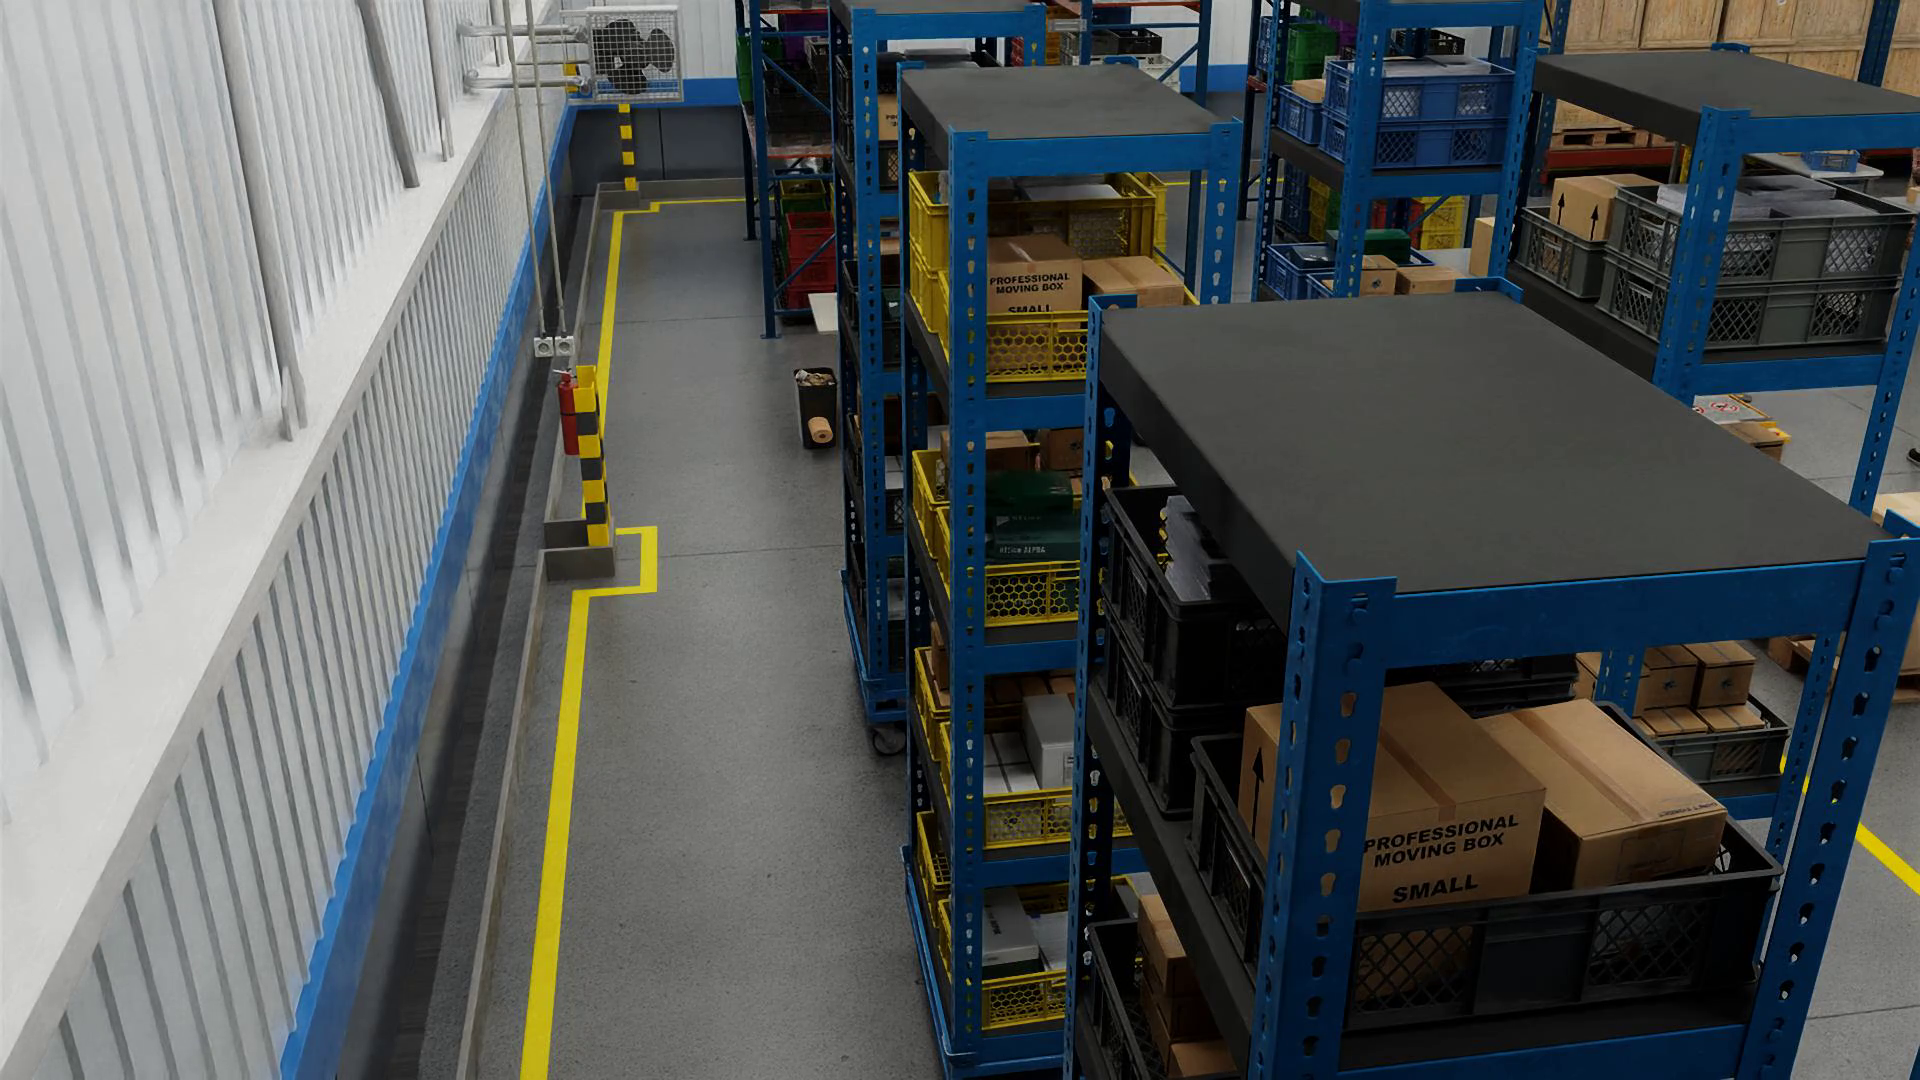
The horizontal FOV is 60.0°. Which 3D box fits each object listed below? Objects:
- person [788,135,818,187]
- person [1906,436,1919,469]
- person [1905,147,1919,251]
[{"bbox_3d":[-1.762,-4.566,18.279,0.373,1.880,0.593,14,28,27],"label":"person"},{"bbox_3d":[6.940,-1.357,11.376,0.595,1.826,0.403,4,25,9],"label":"person"},{"bbox_3d":[9.746,-3.794,16.620,0.690,1.865,0.465,-8,26,-16],"label":"person"}]
